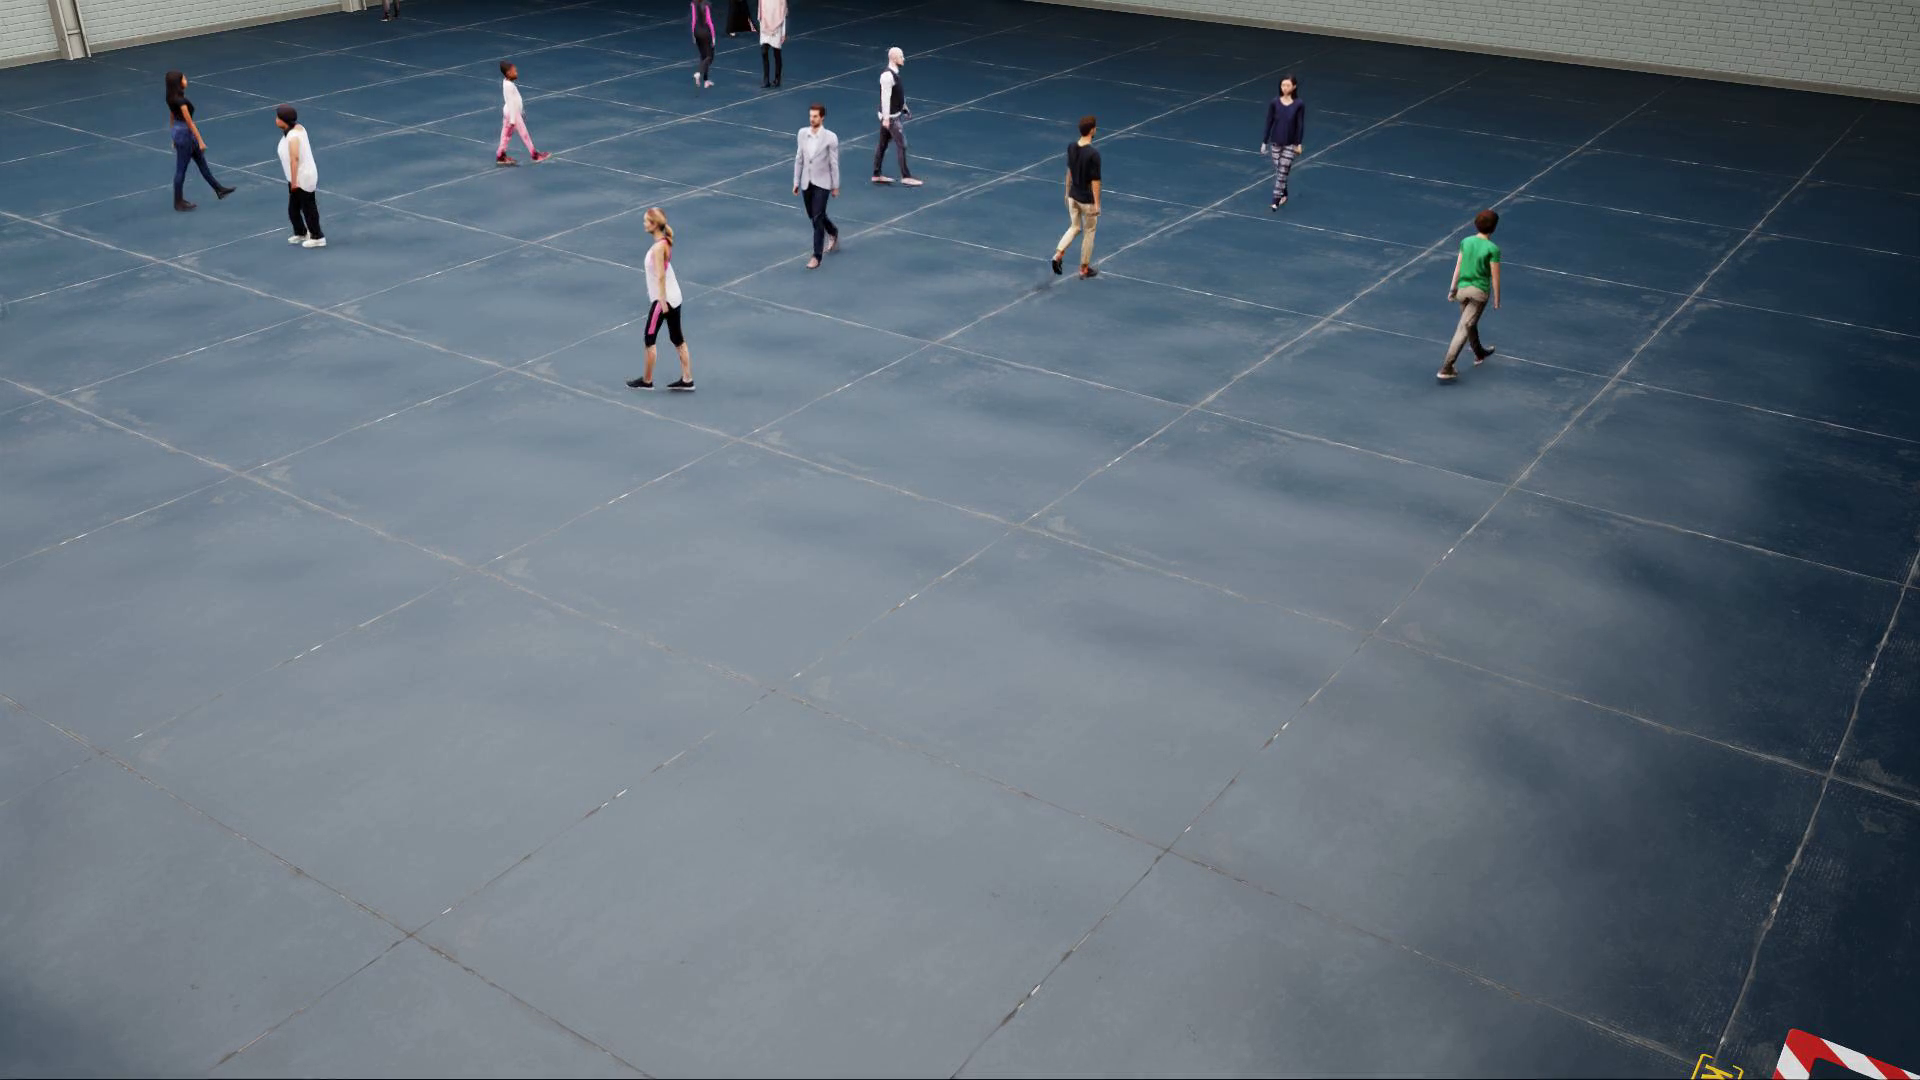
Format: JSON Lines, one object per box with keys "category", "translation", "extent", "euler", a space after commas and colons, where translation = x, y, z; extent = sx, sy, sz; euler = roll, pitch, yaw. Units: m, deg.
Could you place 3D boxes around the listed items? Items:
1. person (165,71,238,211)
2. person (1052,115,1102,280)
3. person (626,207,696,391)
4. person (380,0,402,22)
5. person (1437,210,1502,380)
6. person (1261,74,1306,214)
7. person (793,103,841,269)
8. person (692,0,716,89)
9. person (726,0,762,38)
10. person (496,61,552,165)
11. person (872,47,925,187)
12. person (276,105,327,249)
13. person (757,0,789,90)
{"category": "person", "translation": [-9.900, -5.019, 21.024], "extent": [1.118, 1.701, 0.764], "euler": [-21, 34, -35]}
{"category": "person", "translation": [1.296, -3.750, 18.408], "extent": [0.953, 1.840, 0.767], "euler": [-23, 35, -37]}
{"category": "person", "translation": [-2.662, -2.226, 15.528], "extent": [0.903, 1.767, 0.922], "euler": [3, 27, 6]}
{"category": "person", "translation": [-10.884, -10.717, 31.426], "extent": [0.717, 1.712, 0.507], "euler": [20, 33, 34]}
{"category": "person", "translation": [4.840, -2.297, 15.842], "extent": [1.187, 1.605, 0.825], "euler": [-20, 33, -33]}
{"category": "person", "translation": [4.119, -5.024, 21.050], "extent": [0.740, 1.686, 1.095], "euler": [12, 30, 23]}
{"category": "person", "translation": [-1.602, -4.100, 19.109], "extent": [0.736, 1.820, 1.171], "euler": [15, 31, 27]}
{"category": "person", "translation": [-4.231, -8.232, 27.235], "extent": [0.701, 1.728, 0.978], "euler": [10, 29, 19]}
{"category": "person", "translation": [-4.288, -10.298, 31.416], "extent": [0.909, 1.573, 0.953], "euler": [3, 27, 6]}
{"category": "person", "translation": [-6.263, -5.892, 23.034], "extent": [1.045, 1.412, 0.885], "euler": [-10, 29, -19]}
{"category": "person", "translation": [-0.999, -5.583, 22.018], "extent": [1.047, 1.794, 1.042], "euler": [0, 27, 0]}
{"category": "person", "translation": [-7.734, -4.295, 19.644], "extent": [0.897, 1.677, 0.840], "euler": [-7, 28, -13]}
{"category": "person", "translation": [-3.066, -8.395, 27.483], "extent": [0.829, 1.789, 0.955], "euler": [6, 28, 12]}
